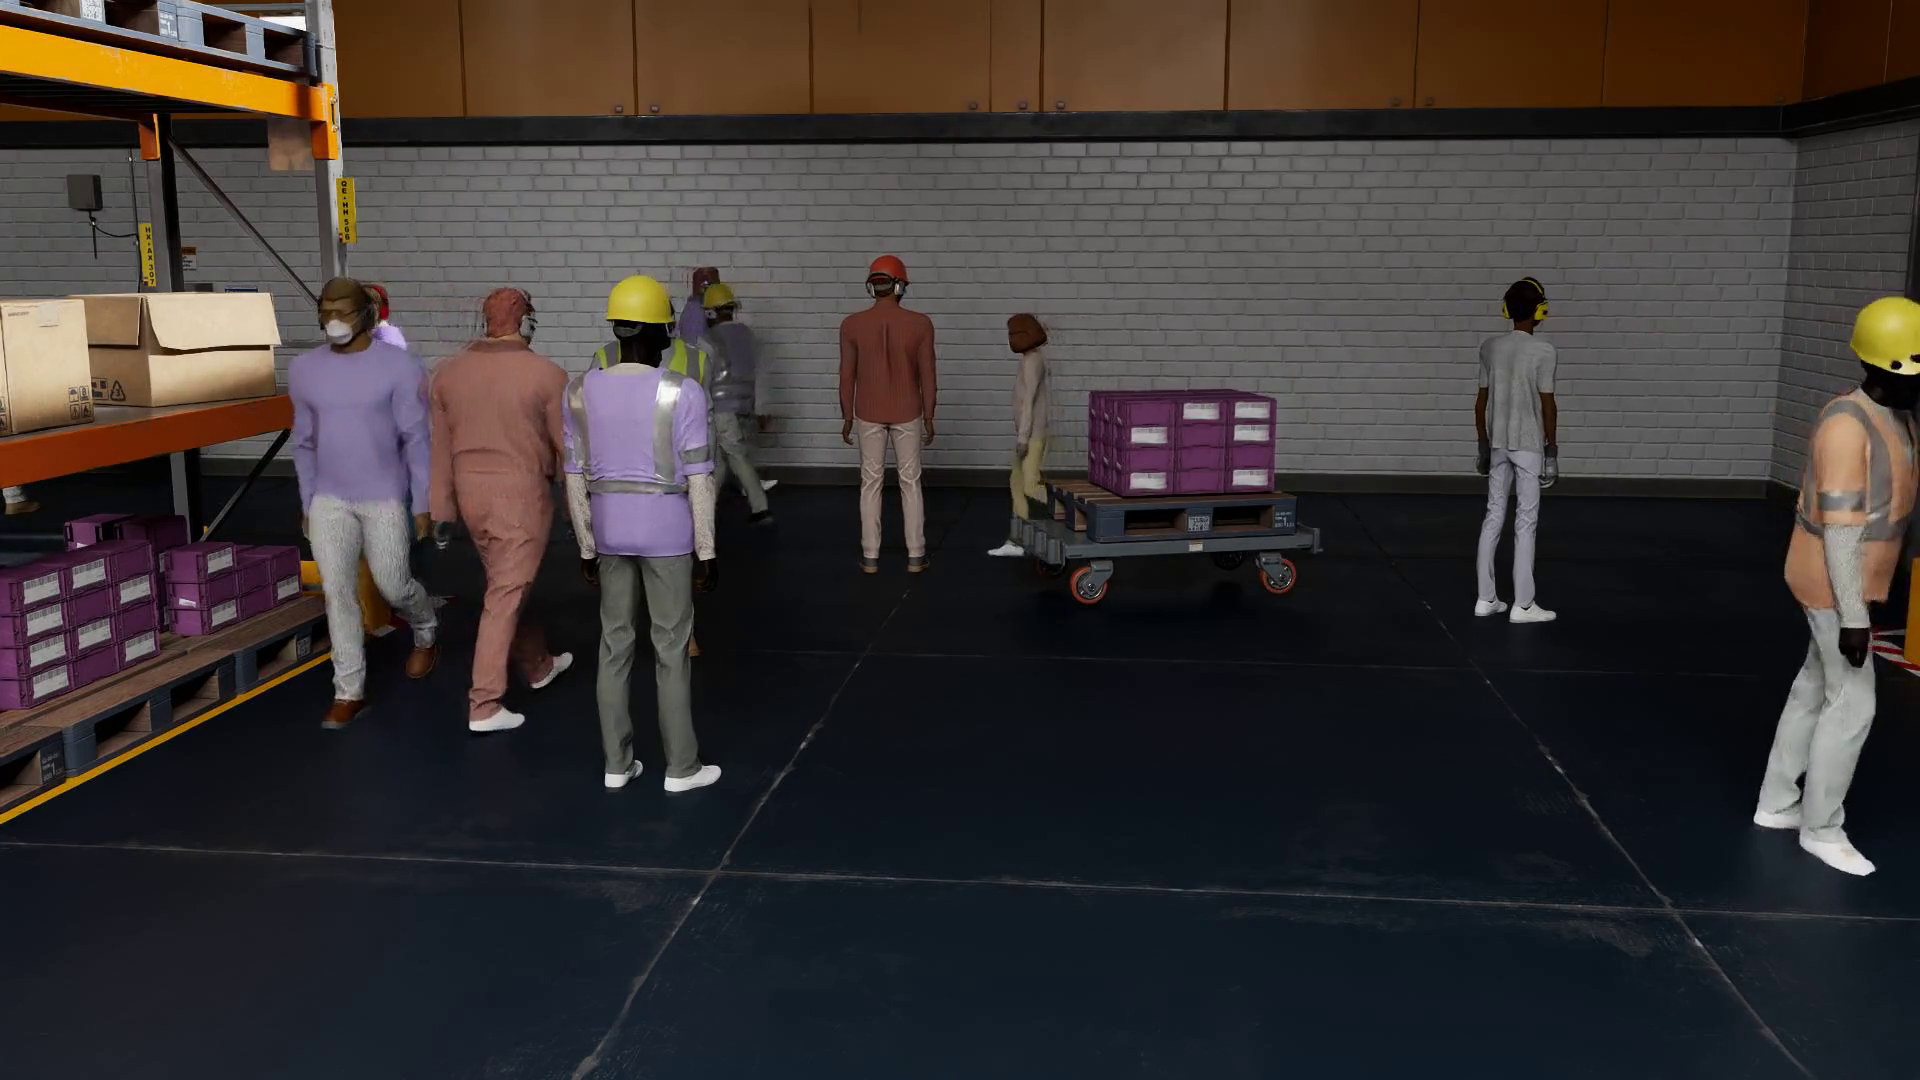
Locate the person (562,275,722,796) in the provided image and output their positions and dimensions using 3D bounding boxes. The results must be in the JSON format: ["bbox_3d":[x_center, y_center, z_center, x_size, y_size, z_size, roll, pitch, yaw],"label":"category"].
[{"bbox_3d":[-1.168,-0.005,6.166,0.587,1.928,0.363,3,10,15],"label":"person"}]

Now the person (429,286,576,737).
[{"bbox_3d":[-1.875,-0.148,7.171,0.644,1.857,0.992,4,11,24],"label":"person"}]

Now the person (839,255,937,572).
[{"bbox_3d":[-0.449,-0.782,10.448,0.613,1.985,0.402,0,10,1],"label":"person"}]

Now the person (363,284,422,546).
[{"bbox_3d":[-3.773,-0.790,11.022,0.428,1.809,0.608,-4,11,-20],"label":"person"}]

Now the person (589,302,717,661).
[{"bbox_3d":[-1.504,-0.316,8.213,0.624,1.838,0.430,-3,10,-16],"label":"person"}]

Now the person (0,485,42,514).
[{"bbox_3d":[-7.427,-1.107,12.740,0.620,1.837,0.429,2,10,11],"label":"person"}]

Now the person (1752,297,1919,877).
[{"bbox_3d":[2.892,0.148,5.457,0.494,1.878,0.669,8,13,39],"label":"person"}]

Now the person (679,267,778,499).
[{"bbox_3d":[-1.954,-1.246,13.404,0.949,1.867,0.658,-2,10,-14],"label":"person"}]

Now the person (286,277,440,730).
[{"bbox_3d":[-2.576,-0.190,7.276,0.638,1.916,0.811,1,10,5],"label":"person"}]

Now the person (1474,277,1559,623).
[{"bbox_3d":[3.045,-0.486,9.068,0.324,1.876,0.526,-7,12,-36],"label":"person"}]

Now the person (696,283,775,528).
[{"bbox_3d":[-1.700,-0.983,12.196,0.975,1.785,0.602,7,12,33],"label":"person"}]

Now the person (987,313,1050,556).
[{"bbox_3d":[0.538,-0.671,10.887,0.661,1.610,0.537,0,10,2],"label":"person"}]
